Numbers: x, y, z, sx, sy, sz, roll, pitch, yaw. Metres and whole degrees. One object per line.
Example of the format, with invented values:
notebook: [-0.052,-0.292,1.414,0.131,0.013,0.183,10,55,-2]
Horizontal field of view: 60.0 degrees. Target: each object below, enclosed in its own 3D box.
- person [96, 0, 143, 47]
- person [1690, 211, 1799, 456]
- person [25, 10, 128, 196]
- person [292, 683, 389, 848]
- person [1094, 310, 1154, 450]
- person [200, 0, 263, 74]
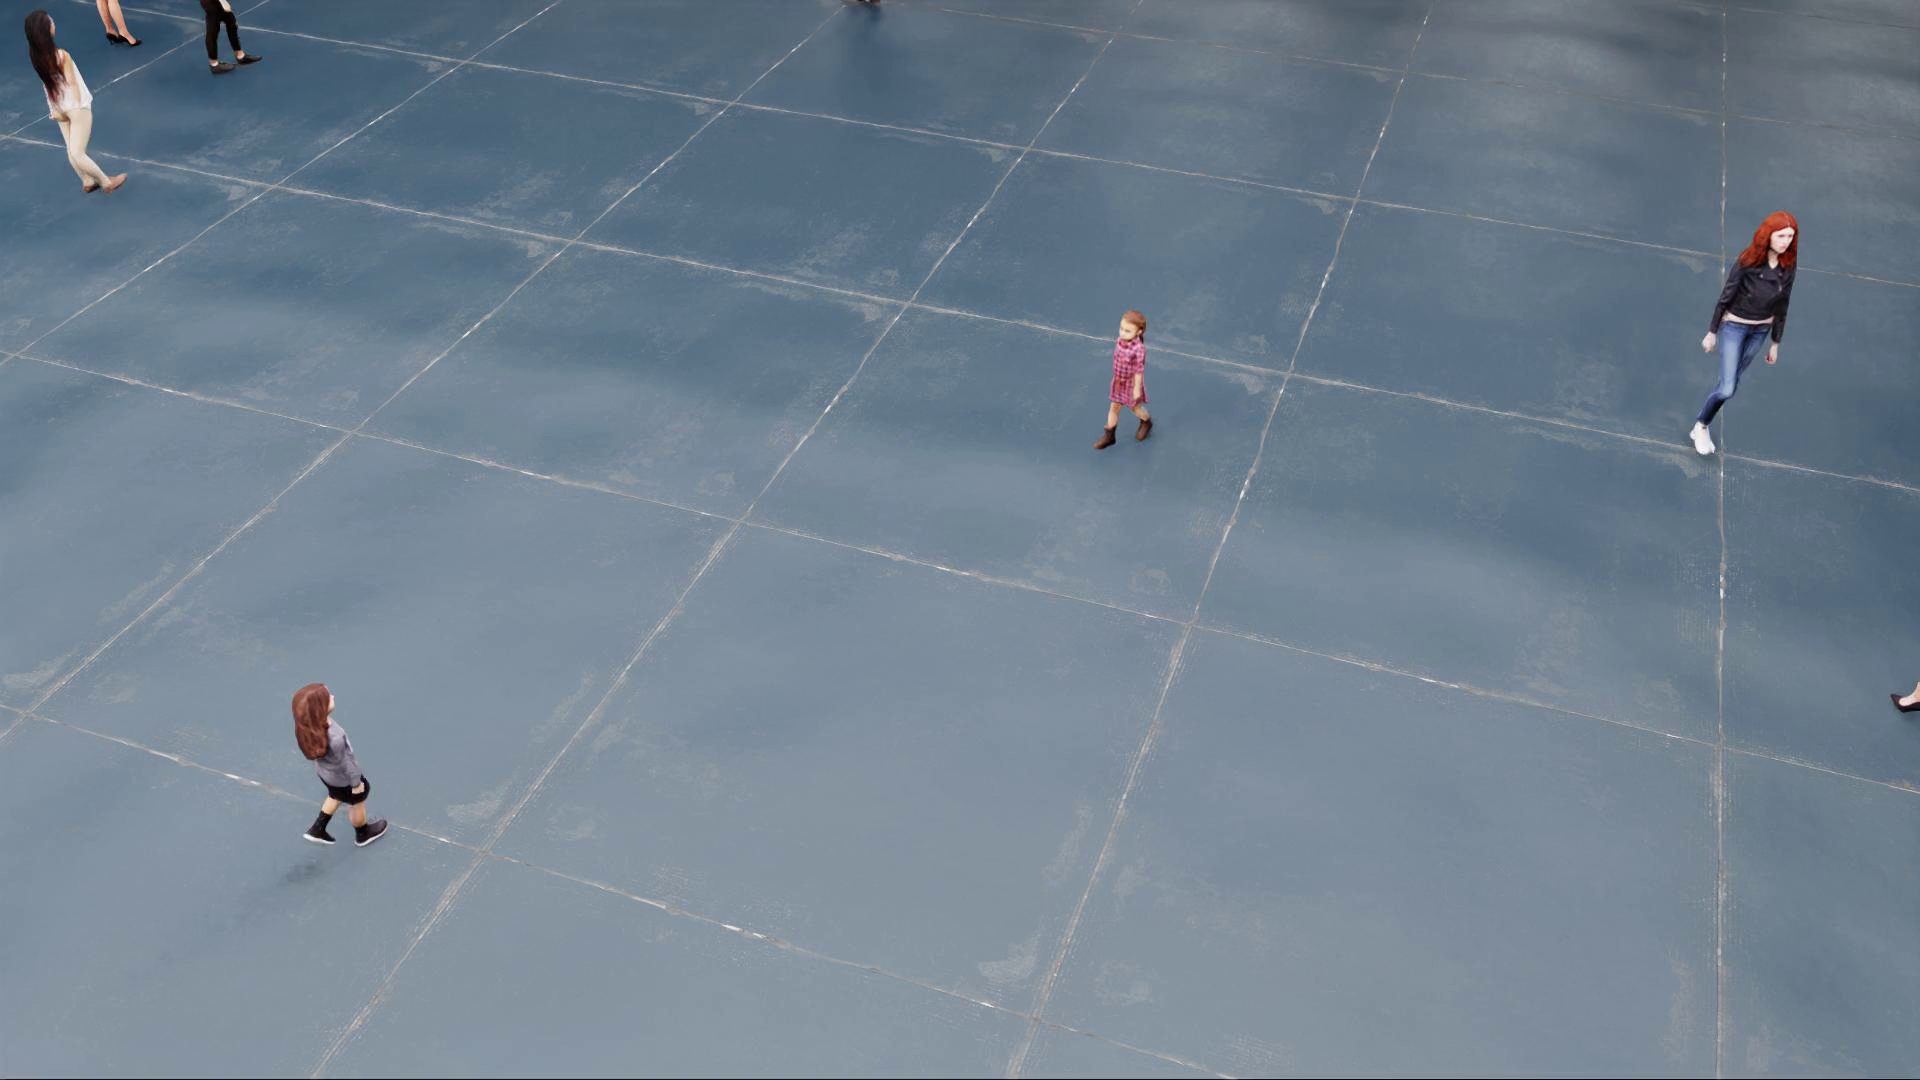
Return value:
person: [-8.671,-5.789,16.718,0.589,1.650,0.528,20,42,23]
person: [5.124,-1.390,10.992,0.708,1.778,0.761,-2,38,-3]
person: [-7.436,-3.701,14.047,0.571,1.654,0.677,12,40,15]
person: [-3.151,1.156,8.291,0.700,1.098,0.605,-31,47,-33]
person: [1.170,-1.098,11.239,0.757,1.014,0.633,-26,45,-30]
person: [-7.363,-5.242,16.169,0.844,1.466,0.776,-18,41,-22]
